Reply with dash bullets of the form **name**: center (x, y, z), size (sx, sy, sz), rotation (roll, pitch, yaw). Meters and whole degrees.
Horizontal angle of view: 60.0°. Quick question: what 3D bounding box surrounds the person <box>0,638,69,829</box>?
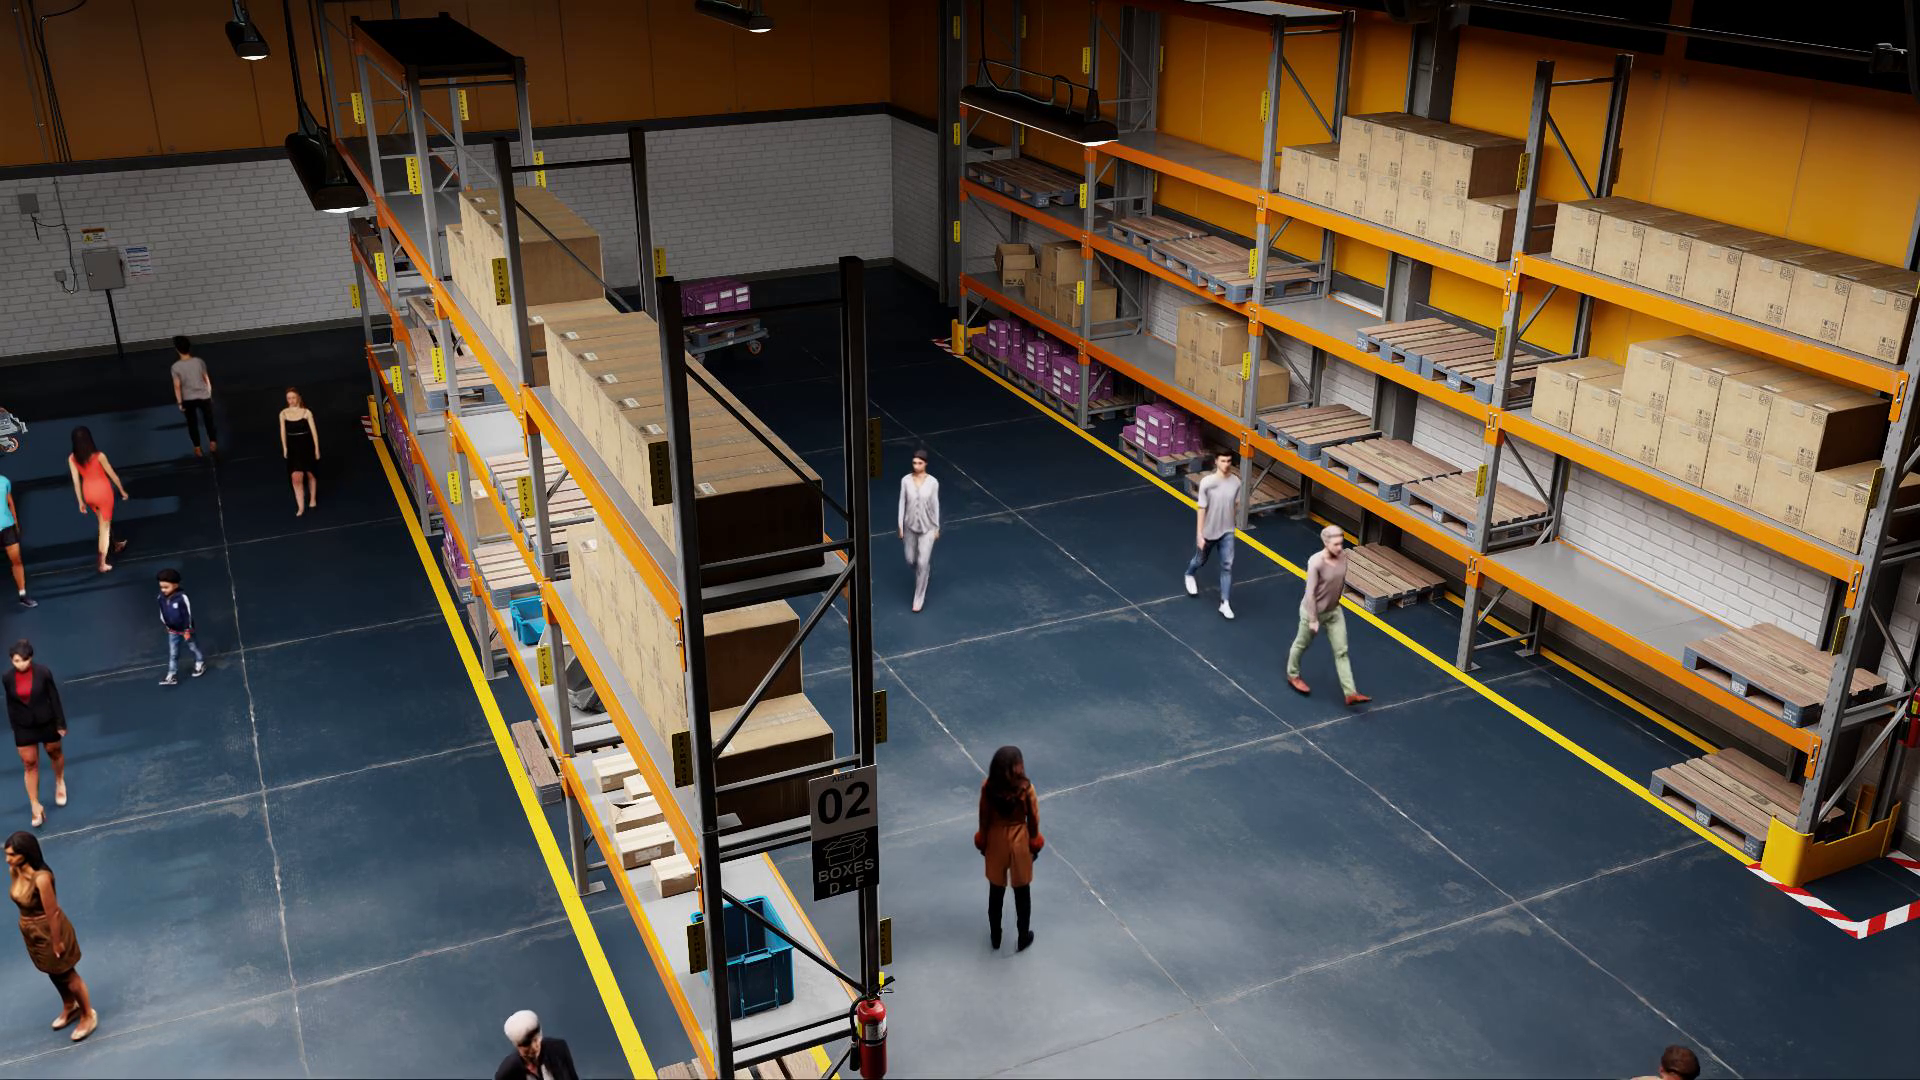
- **person**: center (-7.886, 1.586, 14.248), size (0.641, 1.622, 0.860), rotation (-8, 25, -17)

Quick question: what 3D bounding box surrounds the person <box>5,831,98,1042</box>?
- **person**: center (-6.334, 2.735, 11.543), size (0.611, 1.683, 0.702), rotation (13, 27, 28)

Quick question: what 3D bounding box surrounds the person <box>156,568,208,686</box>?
- **person**: center (-7.704, 0.826, 16.520), size (0.779, 1.195, 0.883), rotation (4, 24, 9)

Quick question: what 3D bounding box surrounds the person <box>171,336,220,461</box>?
- **person**: center (-10.108, -1.864, 22.039), size (0.637, 1.702, 0.931), rotation (-13, 27, -27)

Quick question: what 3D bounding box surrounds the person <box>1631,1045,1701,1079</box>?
- **person**: center (3.950, 3.552, 9.535), size (1.151, 1.795, 1.324), rotation (3, 24, 6)

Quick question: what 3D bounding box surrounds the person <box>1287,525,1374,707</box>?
- **person**: center (3.421, 0.685, 16.059), size (0.740, 1.821, 1.229), rotation (-13, 27, -27)

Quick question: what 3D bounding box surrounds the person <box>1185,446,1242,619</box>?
- **person**: center (2.718, -0.141, 17.922), size (0.824, 1.843, 1.248), rotation (-6, 24, -13)

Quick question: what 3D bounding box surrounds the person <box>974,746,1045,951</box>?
- **person**: center (0.369, 2.308, 12.469), size (0.779, 1.725, 0.804), rotation (5, 24, 11)

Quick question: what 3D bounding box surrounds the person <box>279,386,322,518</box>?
- **person**: center (-8.099, -1.135, 20.505), size (0.708, 1.596, 1.015), rotation (-6, 24, -13)

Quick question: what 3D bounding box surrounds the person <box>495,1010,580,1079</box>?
- **person**: center (-2.407, 3.409, 9.811), size (0.828, 1.764, 0.953), rotation (-15, 28, -31)

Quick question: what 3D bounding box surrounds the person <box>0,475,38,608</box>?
- **person**: center (-10.473, -0.128, 18.013), size (1.196, 1.748, 0.967), rotation (17, 29, 34)

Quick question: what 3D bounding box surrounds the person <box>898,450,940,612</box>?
- **person**: center (-0.421, -0.155, 18.071), size (0.962, 1.751, 1.089), rotation (4, 24, 10)

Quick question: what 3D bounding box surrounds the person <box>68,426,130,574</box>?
- **person**: center (-9.740, -0.425, 18.779), size (0.899, 1.677, 1.175), rotation (-1, 24, -2)
